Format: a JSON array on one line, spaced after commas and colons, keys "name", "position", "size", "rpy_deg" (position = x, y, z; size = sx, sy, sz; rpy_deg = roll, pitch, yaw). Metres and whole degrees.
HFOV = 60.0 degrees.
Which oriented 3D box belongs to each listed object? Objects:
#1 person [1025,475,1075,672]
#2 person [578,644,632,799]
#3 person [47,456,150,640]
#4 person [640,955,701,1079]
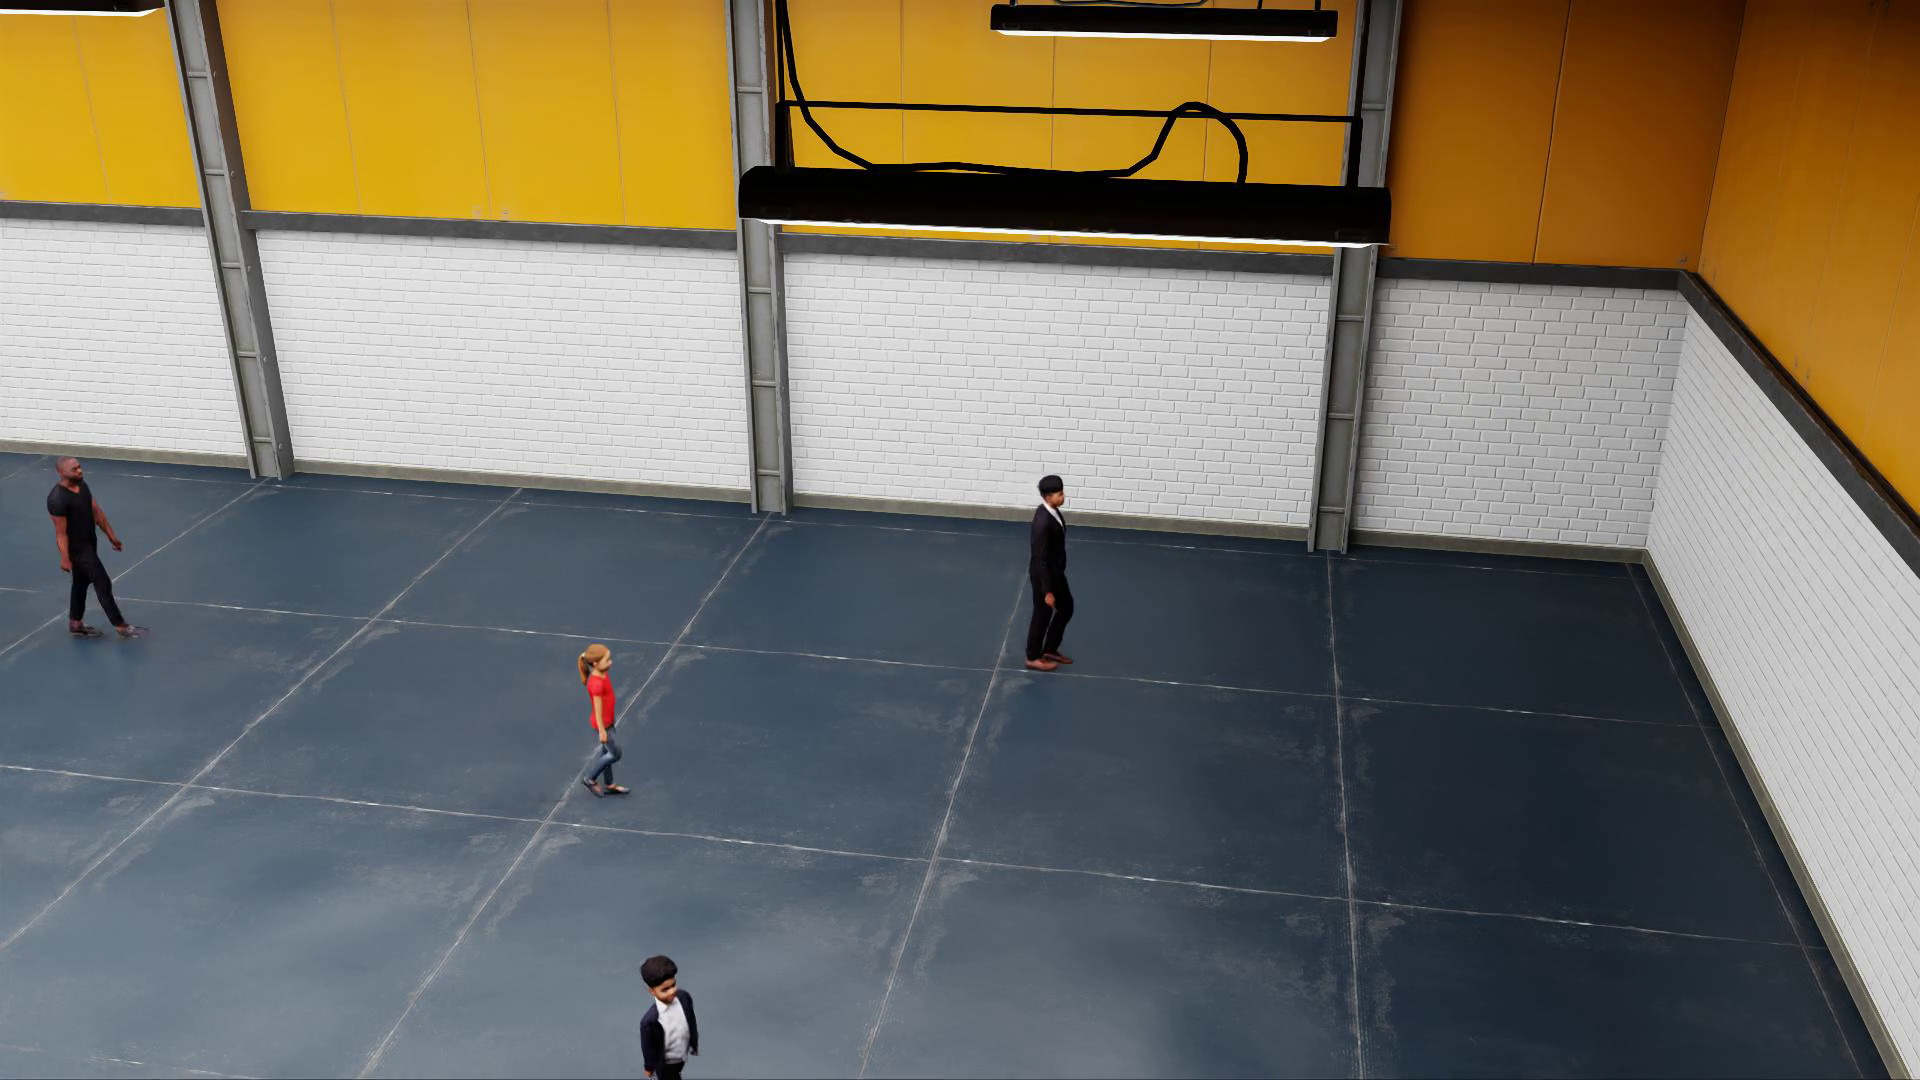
[{"name": "person", "position": [0.675, 0.291, 14.568], "size": [0.677, 1.869, 0.757], "rpy_deg": [7, 24, 15]}, {"name": "person", "position": [-2.792, 1.396, 12.743], "size": [0.628, 1.306, 0.551], "rpy_deg": [-1, 24, -2]}, {"name": "person", "position": [-8.089, 0.088, 15.133], "size": [1.078, 1.787, 0.804], "rpy_deg": [-1, 24, -2]}, {"name": "person", "position": [-1.684, 2.877, 9.483], "size": [0.899, 1.202, 0.748], "rpy_deg": [19, 30, 36]}]
